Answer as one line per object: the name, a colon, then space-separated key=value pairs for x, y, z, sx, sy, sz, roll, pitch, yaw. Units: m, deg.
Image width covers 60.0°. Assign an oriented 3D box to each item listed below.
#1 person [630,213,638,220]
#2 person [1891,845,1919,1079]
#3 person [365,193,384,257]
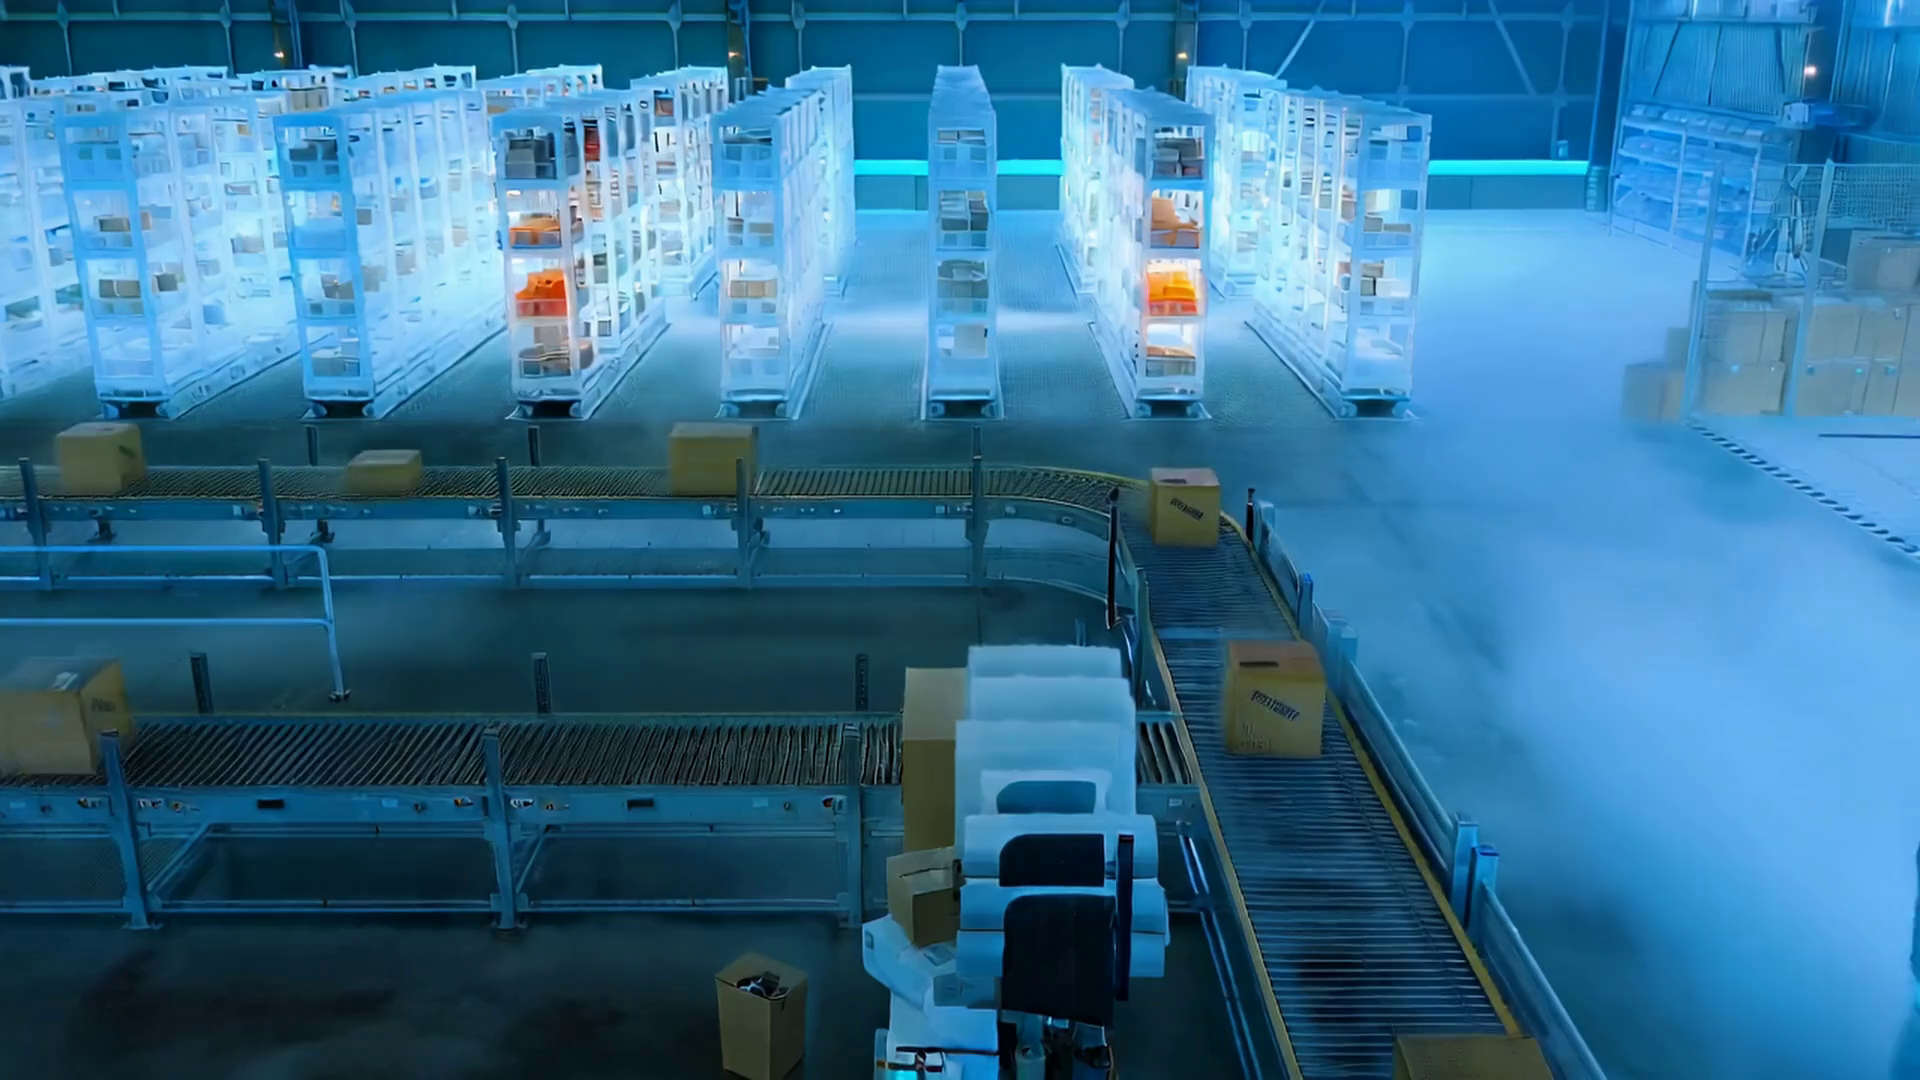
person: x=-6.125 y=-5.699 z=30.226 sx=0.605 sy=1.827 sz=0.549 roll=-2 pitch=18 yaw=-7
person: x=4.361 y=1.808 z=7.024 sx=0.668 sy=1.881 sz=0.731 roll=-3 pitch=18 yaw=-10
person: x=-9.746 y=-4.851 z=27.669 sx=0.766 sy=1.796 sz=0.618 roll=0 pitch=18 yaw=1
